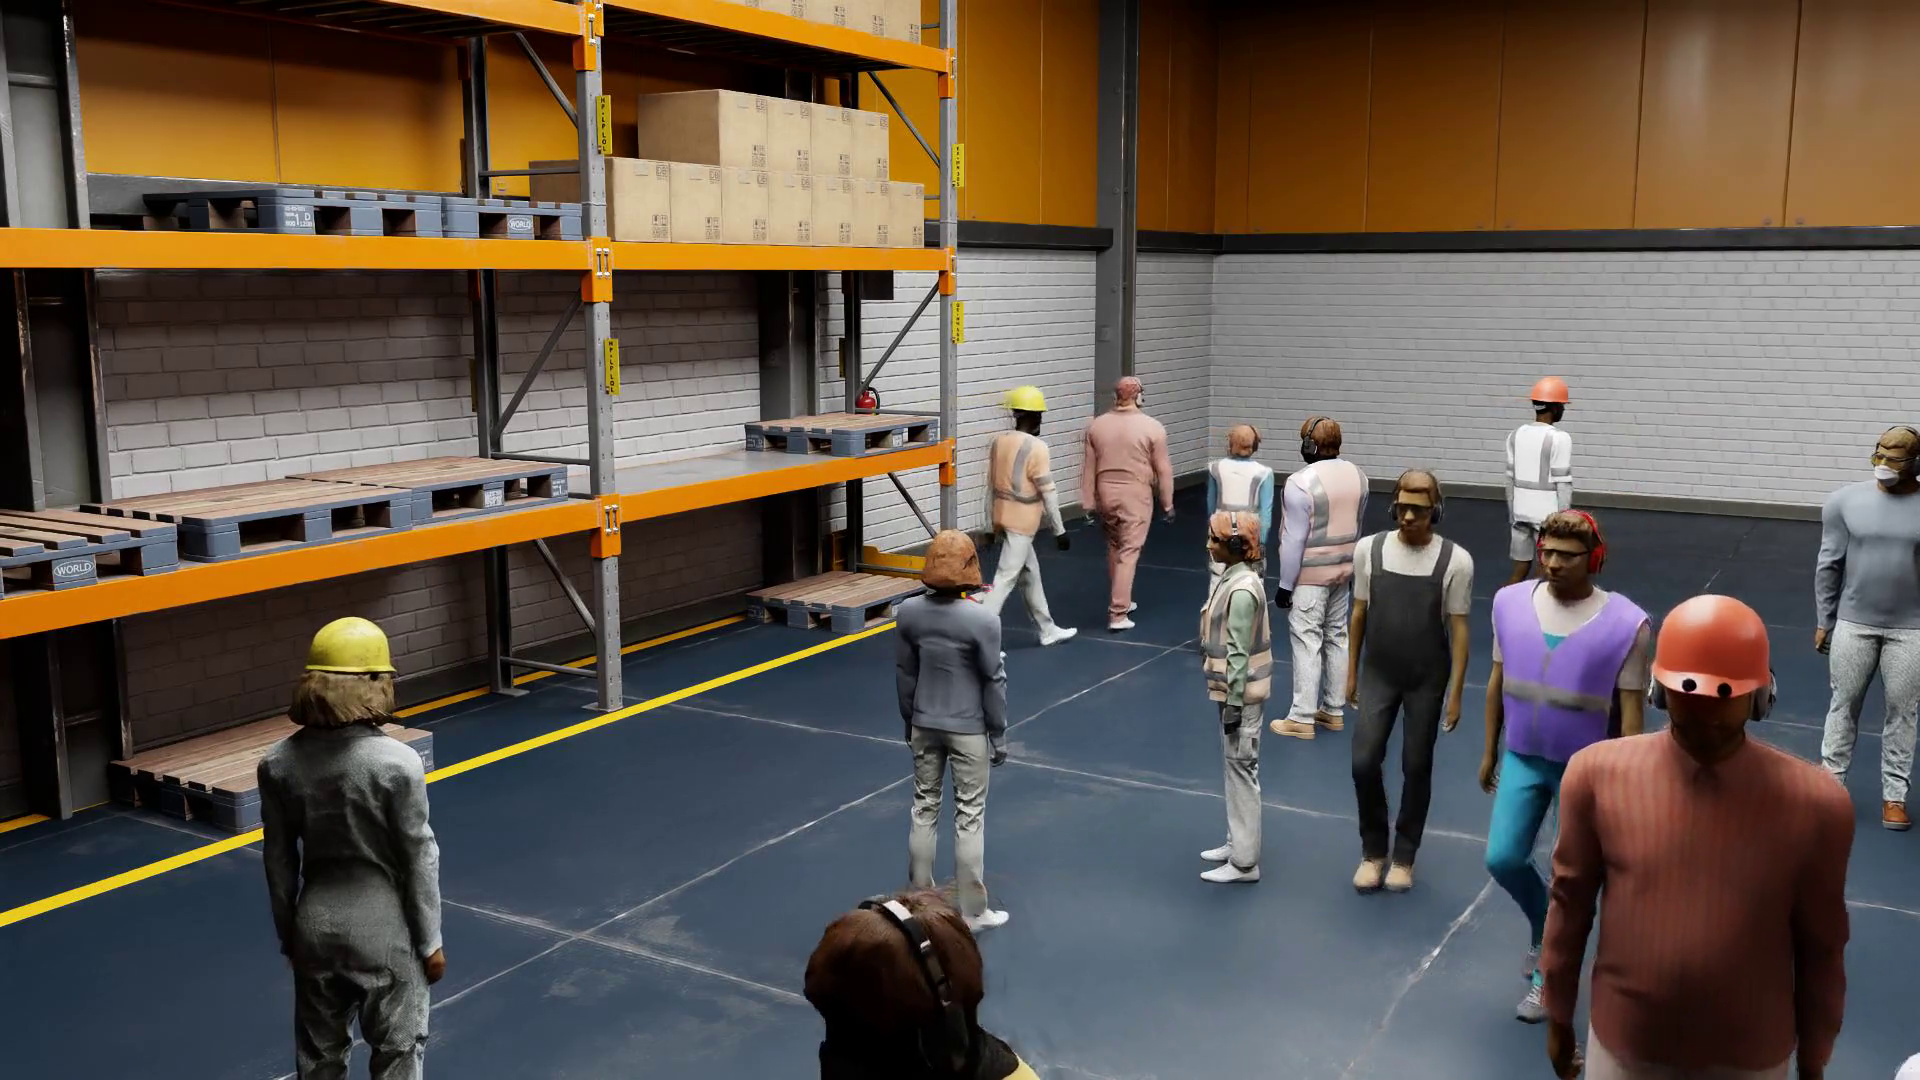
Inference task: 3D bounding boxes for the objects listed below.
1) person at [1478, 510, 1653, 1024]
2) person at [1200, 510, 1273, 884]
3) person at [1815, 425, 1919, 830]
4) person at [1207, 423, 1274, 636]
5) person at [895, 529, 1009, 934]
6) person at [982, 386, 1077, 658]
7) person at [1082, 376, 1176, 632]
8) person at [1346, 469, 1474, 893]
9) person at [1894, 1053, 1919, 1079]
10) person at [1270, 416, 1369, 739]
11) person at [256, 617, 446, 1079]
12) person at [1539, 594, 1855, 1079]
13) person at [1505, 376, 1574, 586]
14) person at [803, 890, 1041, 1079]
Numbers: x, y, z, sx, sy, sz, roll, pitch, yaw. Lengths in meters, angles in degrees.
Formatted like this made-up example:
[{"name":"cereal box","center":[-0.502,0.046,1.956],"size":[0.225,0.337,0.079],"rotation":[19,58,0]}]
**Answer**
[{"name":"person","center":[2.123,0.793,5.910],"size":[0.594,1.831,0.437],"rotation":[8,12,41]},{"name":"person","center":[1.202,0.679,7.265],"size":[0.314,1.629,0.509],"rotation":[0,9,3]},{"name":"person","center":[4.427,0.415,7.957],"size":[0.629,1.937,0.378],"rotation":[6,11,31]},{"name":"person","center":[1.958,-0.024,11.762],"size":[0.516,1.597,0.868],"rotation":[5,10,26]},{"name":"person","center":[-0.029,0.766,6.698],"size":[0.500,1.636,0.279],"rotation":[6,11,31]},{"name":"person","center":[0.425,-0.119,11.493],"size":[0.979,1.875,0.597],"rotation":[-5,10,-27]},{"name":"person","center":[1.305,-0.282,12.487],"size":[0.656,1.874,0.853],"rotation":[6,11,34]},{"name":"person","center":[1.865,0.614,7.013],"size":[0.522,1.831,0.540],"rotation":[4,10,25]},{"name":"person","center":[1.603,1.341,2.305],"size":[0.628,1.891,0.484],"rotation":[8,12,42]},{"name":"person","center":[2.032,0.212,9.517],"size":[0.626,1.844,0.429],"rotation":[-7,12,-38]},{"name":"person","center":[-1.616,1.069,4.505],"size":[0.483,1.735,0.315],"rotation":[2,9,10]},{"name":"person","center":[1.635,1.072,3.749],"size":[0.622,1.978,0.675],"rotation":[4,10,24]},{"name":"person","center":[4.065,-0.172,11.619],"size":[0.372,1.934,0.551],"rotation":[-4,10,-26]},{"name":"person","center":[-0.027,1.366,2.386],"size":[0.439,1.816,0.632],"rotation":[-6,11,-33]}]
